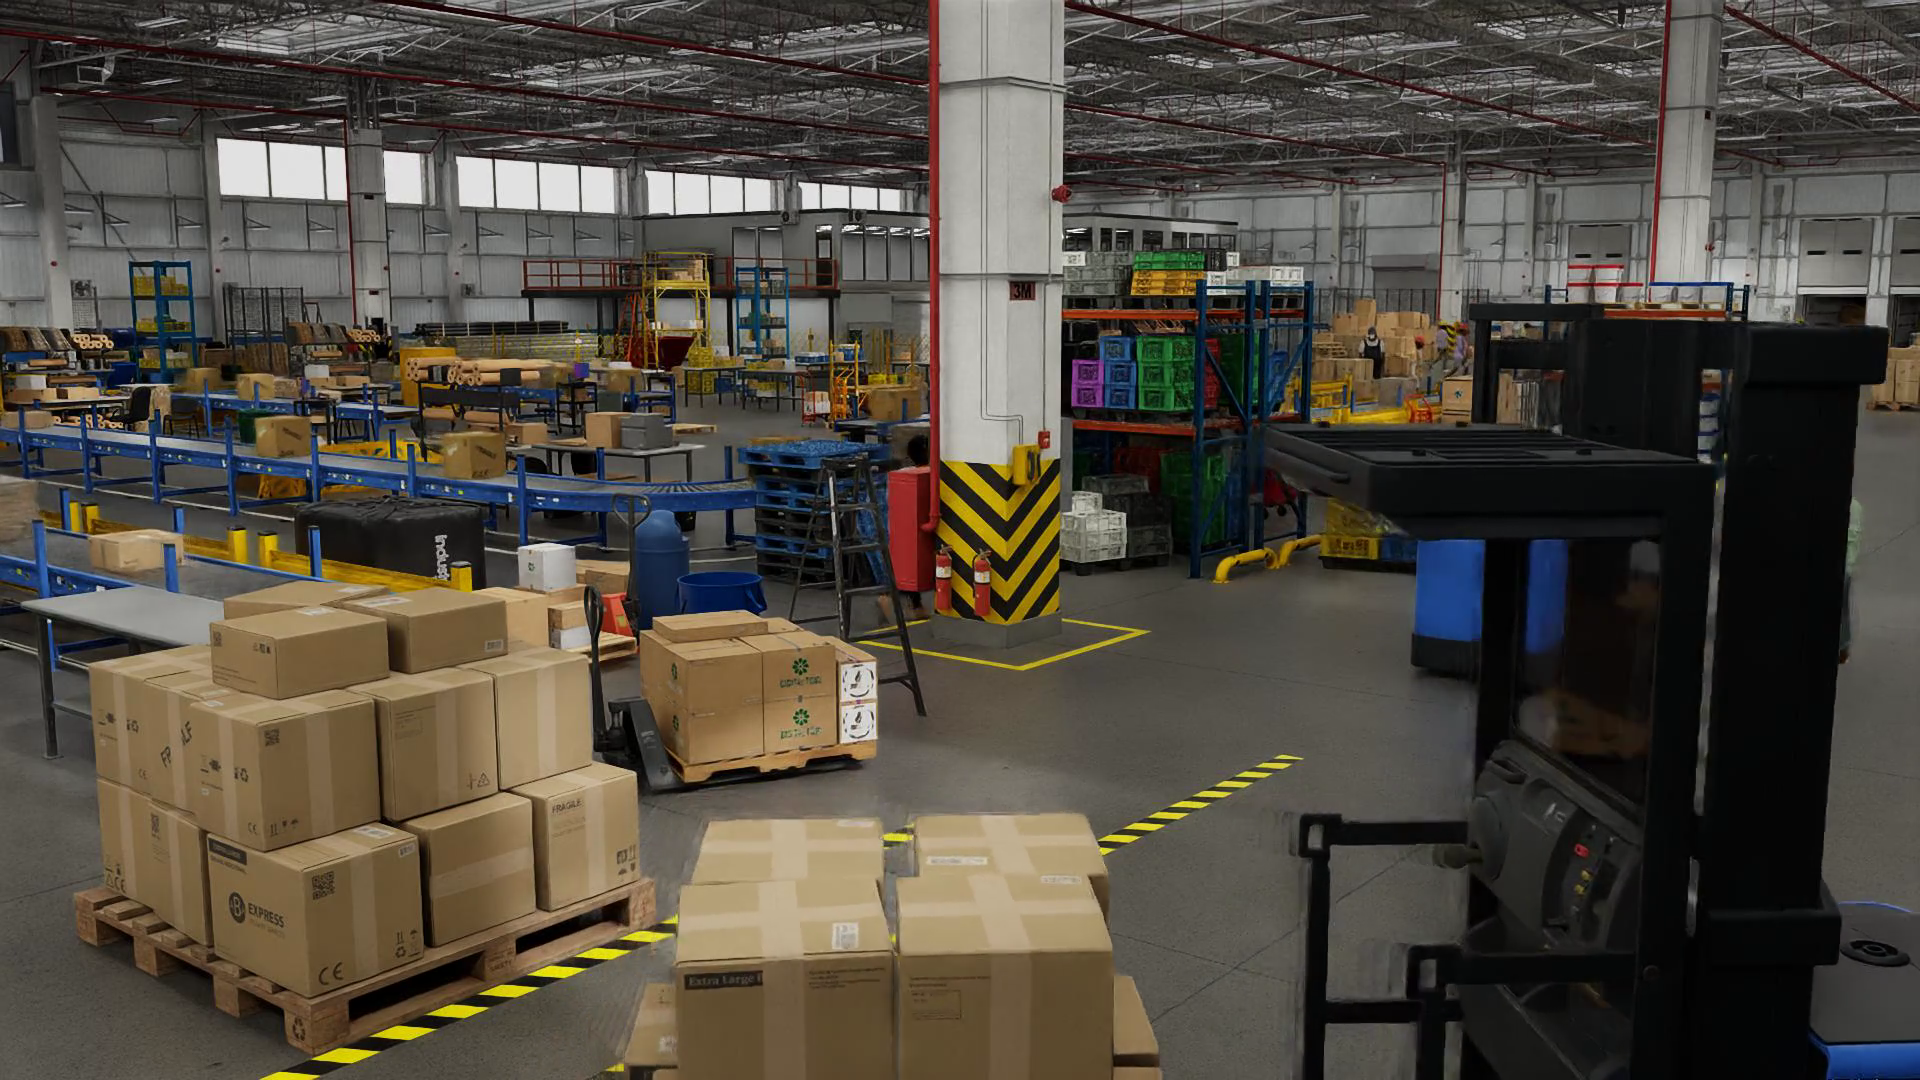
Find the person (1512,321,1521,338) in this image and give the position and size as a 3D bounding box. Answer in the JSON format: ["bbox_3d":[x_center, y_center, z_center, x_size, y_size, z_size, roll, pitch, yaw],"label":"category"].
[{"bbox_3d":[26.129,-9.690,78.569,0.581,1.897,1.031,-5,10,-30],"label":"person"}]

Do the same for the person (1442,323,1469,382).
[{"bbox_3d":[15.130,-5.577,50.456,0.960,2.012,0.609,6,10,34],"label":"person"}]

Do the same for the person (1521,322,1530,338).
[{"bbox_3d":[21.186,-7.206,62.035,0.666,1.821,0.630,-1,9,-9],"label":"person"}]

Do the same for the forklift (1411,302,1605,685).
[{"bbox_3d":[4.379,-0.438,12.852,1.129,2.768,1.873,7,11,37],"label":"forklift"}]

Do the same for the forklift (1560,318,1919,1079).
[{"bbox_3d":[1.923,0.815,4.401,1.873,2.768,1.129,0,8,-3],"label":"forklift"}]

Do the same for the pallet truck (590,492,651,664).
[{"bbox_3d":[-3.115,0.344,12.883,0.653,1.274,1.630,7,11,37],"label":"pallet truck"}]

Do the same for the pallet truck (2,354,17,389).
[{"bbox_3d":[-24.881,-4.417,42.634,1.885,1.965,0.823,8,11,41],"label":"pallet truck"}]

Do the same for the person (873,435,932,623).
[{"bbox_3d":[-0.475,-0.077,14.485,0.645,1.677,0.540,-5,10,-29],"label":"person"}]

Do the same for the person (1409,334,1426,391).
[{"bbox_3d":[10.971,-3.982,39.929,0.376,1.932,0.553,4,9,26],"label":"person"}]

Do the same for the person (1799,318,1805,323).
[{"bbox_3d":[33.420,-7.864,66.128,0.609,1.915,0.416,0,8,2],"label":"person"}]

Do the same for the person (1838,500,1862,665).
[{"bbox_3d":[6.660,0.213,12.812,0.869,1.584,0.517,-7,11,-39],"label":"person"}]

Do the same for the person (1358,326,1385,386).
[{"bbox_3d":[11.023,-4.725,44.570,0.695,2.000,0.599,2,9,10],"label":"person"}]

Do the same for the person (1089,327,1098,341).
[{"bbox_3d":[4.338,-5.798,52.426,0.836,1.863,0.594,8,12,44],"label":"person"}]

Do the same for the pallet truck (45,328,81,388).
[{"bbox_3d":[-23.775,-4.544,43.495,1.885,1.965,0.823,6,10,35],"label":"pallet truck"}]

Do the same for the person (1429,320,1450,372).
[{"bbox_3d":[17.750,-7.151,61.374,0.658,1.909,0.591,-1,8,-6],"label":"person"}]

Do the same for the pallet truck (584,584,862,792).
[{"bbox_3d":[-1.426,0.805,10.019,1.601,1.201,0.680,-4,9,-26],"label":"pallet truck"}]

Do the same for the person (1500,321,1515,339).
[{"bbox_3d":[25.382,-9.501,77.102,0.645,1.938,1.011,2,9,14],"label":"person"}]

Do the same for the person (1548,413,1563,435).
[{"bbox_3d":[6.638,-0.655,17.989,0.612,1.779,0.933,6,10,35],"label":"person"}]
